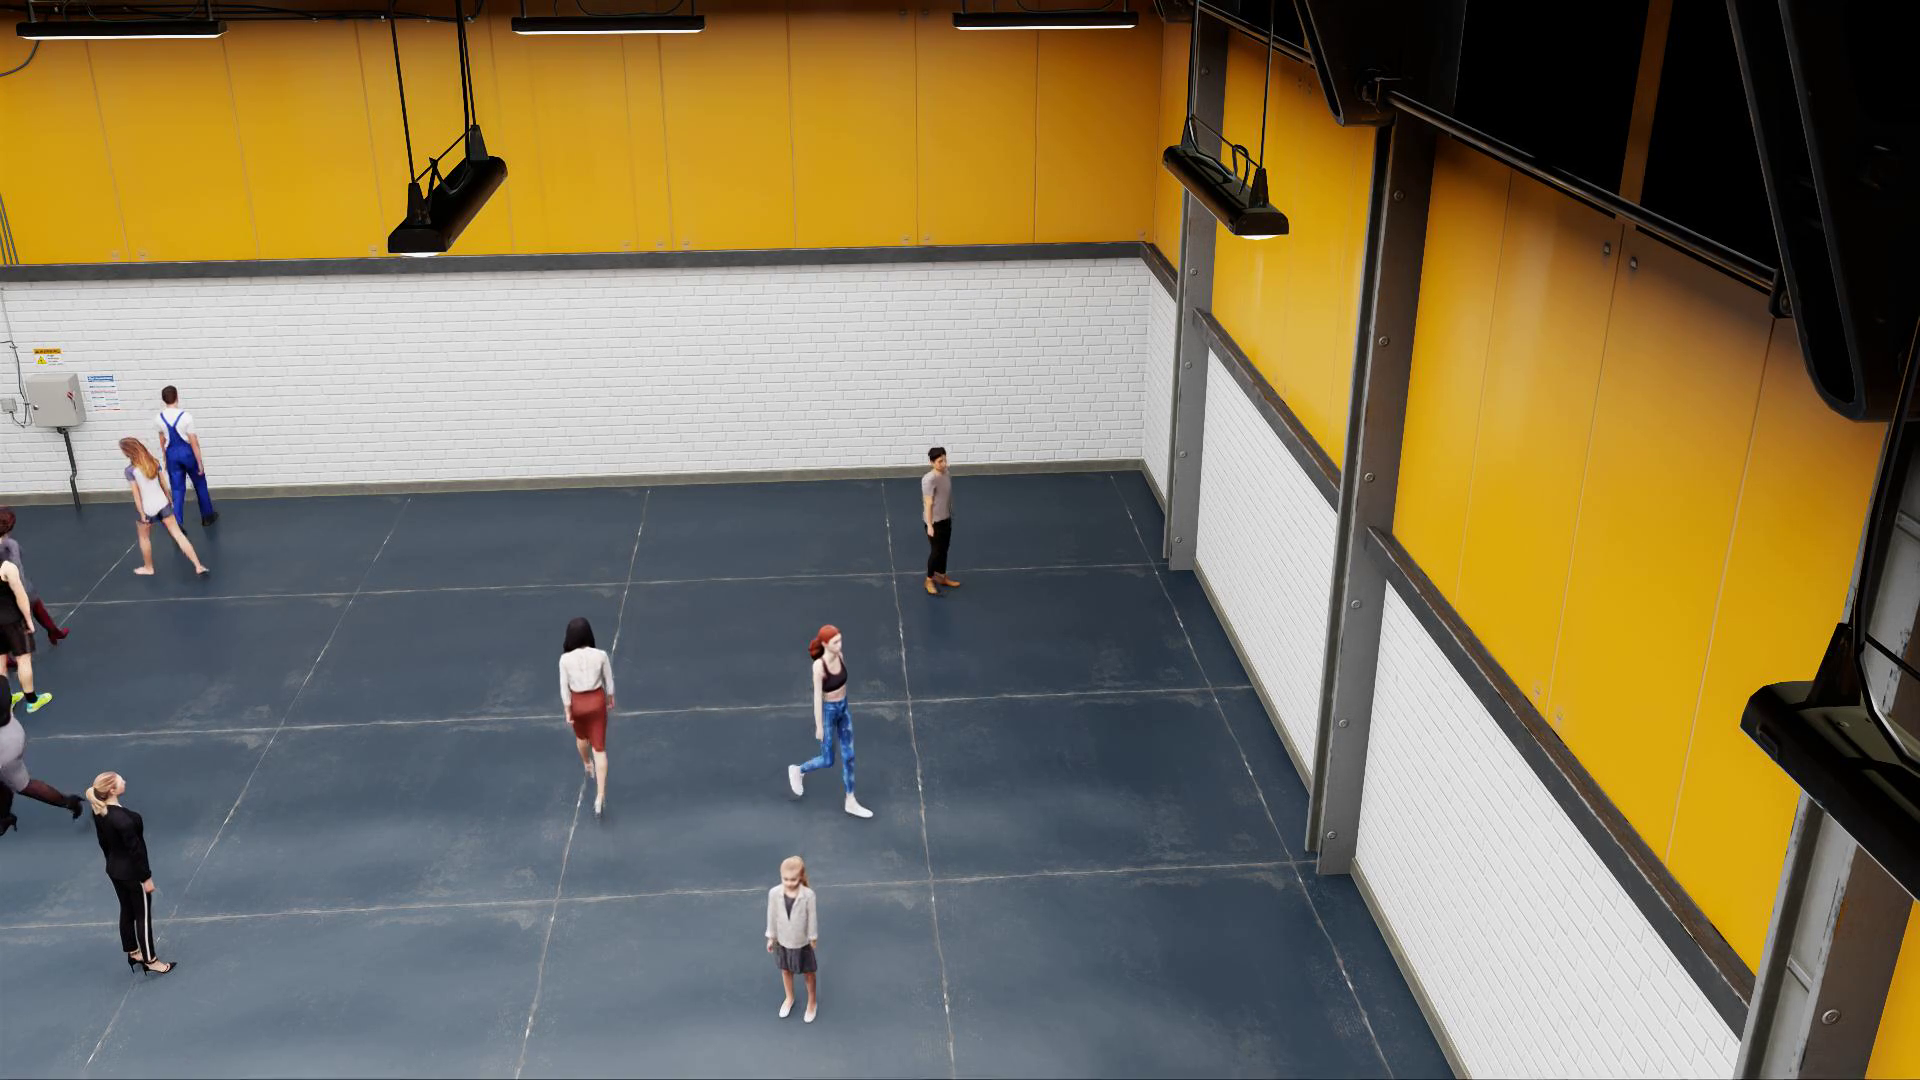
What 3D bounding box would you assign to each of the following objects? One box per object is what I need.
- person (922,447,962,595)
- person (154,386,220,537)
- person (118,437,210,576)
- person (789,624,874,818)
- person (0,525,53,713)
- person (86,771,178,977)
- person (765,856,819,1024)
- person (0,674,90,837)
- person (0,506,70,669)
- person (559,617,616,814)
[{"bbox_3d":[-0.247,-0.249,18.306,0.812,1.714,0.711,9,25,20],"label":"person"},{"bbox_3d":[-9.235,-0.903,19.665,0.644,1.826,1.081,-2,24,-4],"label":"person"},{"bbox_3d":[-8.904,-0.328,18.528,1.064,1.681,1.106,14,27,29],"label":"person"},{"bbox_3d":[-1.141,1.529,14.174,1.025,1.766,1.044,14,27,29],"label":"person"},{"bbox_3d":[-9.089,0.751,15.805,0.707,1.886,0.632,3,24,6],"label":"person"},{"bbox_3d":[-6.086,2.442,12.160,0.701,1.707,0.731,14,27,28],"label":"person"},{"bbox_3d":[-1.184,2.807,11.868,0.588,1.273,0.621,6,24,12],"label":"person"},{"bbox_3d":[-7.835,1.711,13.798,0.863,1.735,1.055,-7,25,-16],"label":"person"},{"bbox_3d":[-9.535,0.528,16.584,0.844,1.670,1.131,6,24,13],"label":"person"},{"bbox_3d":[-3.165,1.524,14.264,0.767,1.703,1.170,-7,25,-16],"label":"person"}]
